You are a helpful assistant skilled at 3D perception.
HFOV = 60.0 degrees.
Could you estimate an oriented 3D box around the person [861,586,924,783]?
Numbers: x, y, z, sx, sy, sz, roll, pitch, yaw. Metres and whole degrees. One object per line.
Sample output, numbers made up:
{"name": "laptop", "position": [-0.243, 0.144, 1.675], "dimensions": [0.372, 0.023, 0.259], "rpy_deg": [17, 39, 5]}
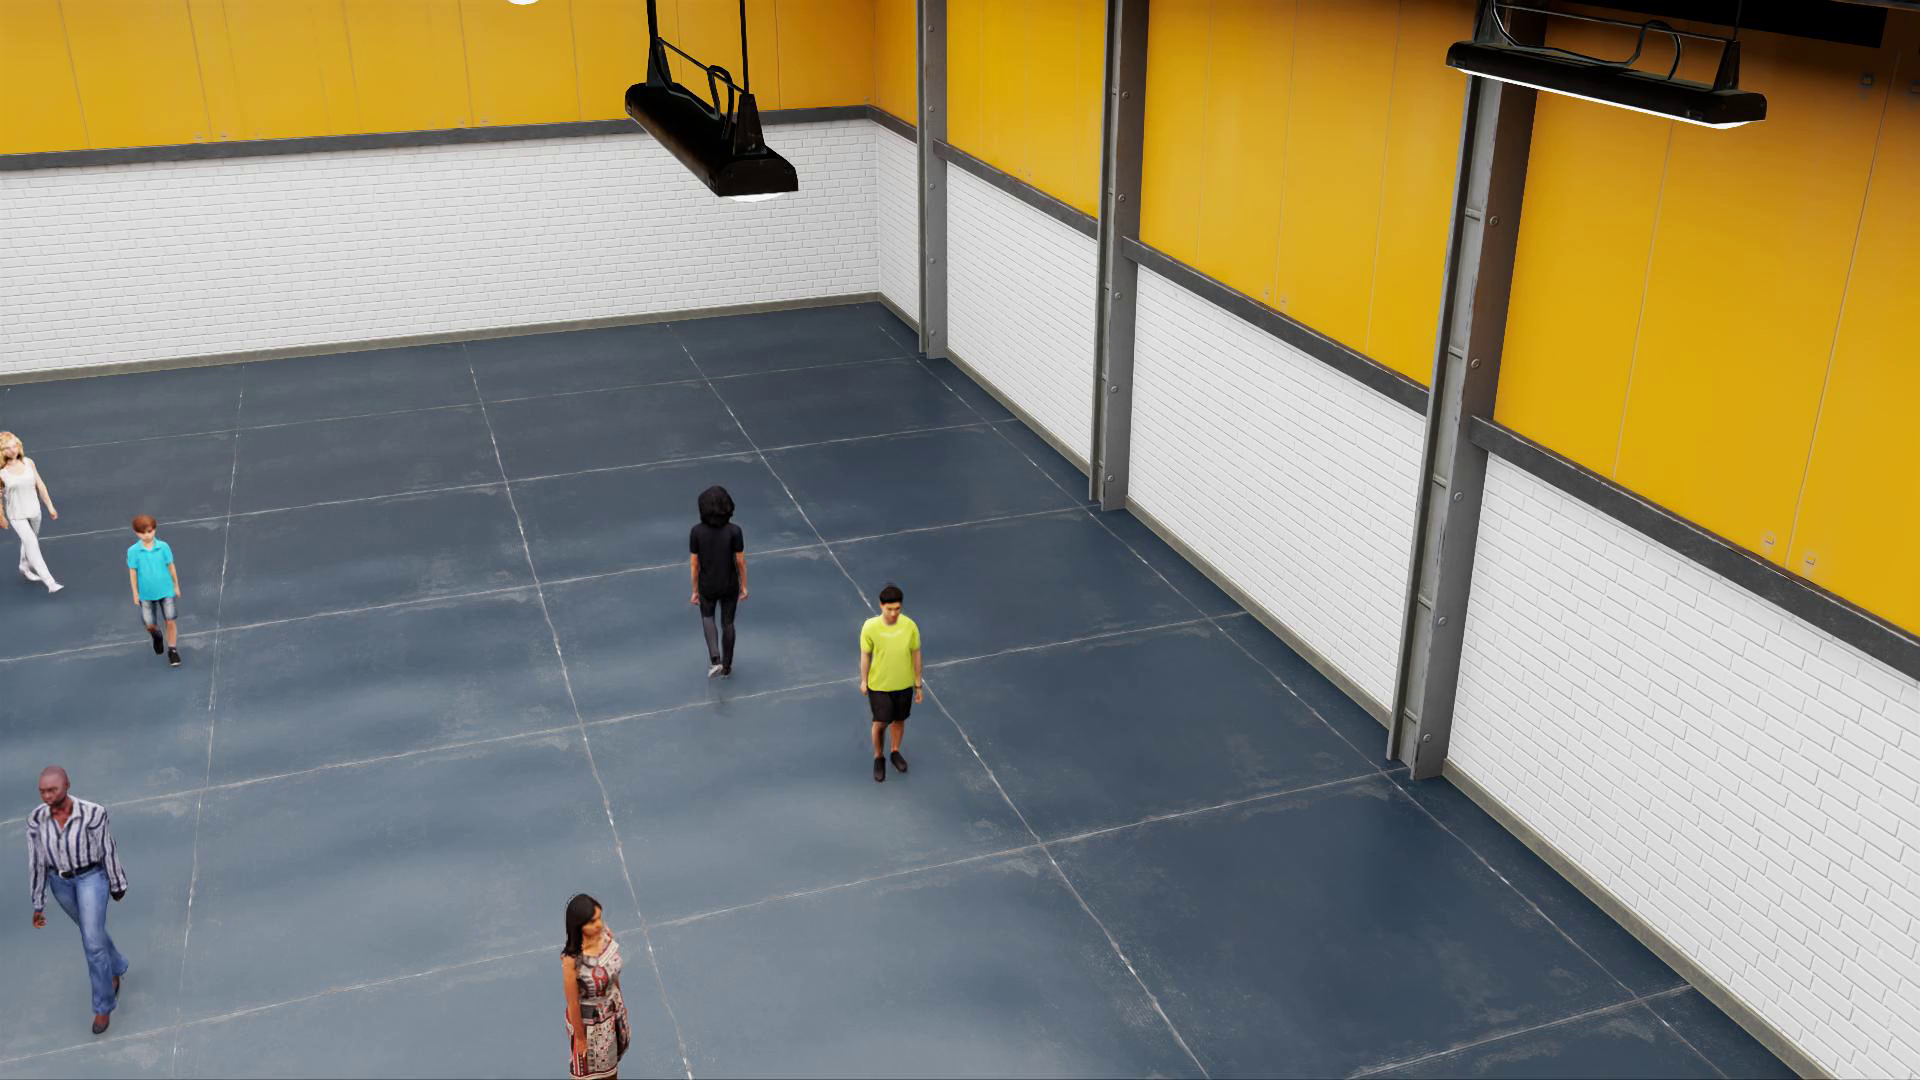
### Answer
{"name": "person", "position": [-0.574, 1.075, 13.226], "dimensions": [0.628, 1.692, 0.671], "rpy_deg": [-7, 25, -16]}

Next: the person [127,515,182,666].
{"name": "person", "position": [-7.276, 0.423, 15.030], "dimensions": [0.591, 1.441, 0.694], "rpy_deg": [-13, 27, -26]}

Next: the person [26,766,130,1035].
{"name": "person", "position": [-5.578, 2.177, 10.611], "dimensions": [0.780, 1.767, 0.984], "rpy_deg": [-1, 24, -3]}

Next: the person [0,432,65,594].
{"name": "person", "position": [-9.277, -0.287, 16.422], "dimensions": [1.122, 1.627, 1.028], "rpy_deg": [12, 26, 26]}

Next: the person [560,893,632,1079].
{"name": "person", "position": [-2.086, 2.724, 9.513], "dimensions": [0.774, 1.645, 0.704], "rpy_deg": [10, 25, 21]}

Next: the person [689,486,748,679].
{"name": "person", "position": [-2.124, 0.426, 14.557], "dimensions": [0.734, 1.816, 0.799], "rpy_deg": [-3, 24, -6]}
